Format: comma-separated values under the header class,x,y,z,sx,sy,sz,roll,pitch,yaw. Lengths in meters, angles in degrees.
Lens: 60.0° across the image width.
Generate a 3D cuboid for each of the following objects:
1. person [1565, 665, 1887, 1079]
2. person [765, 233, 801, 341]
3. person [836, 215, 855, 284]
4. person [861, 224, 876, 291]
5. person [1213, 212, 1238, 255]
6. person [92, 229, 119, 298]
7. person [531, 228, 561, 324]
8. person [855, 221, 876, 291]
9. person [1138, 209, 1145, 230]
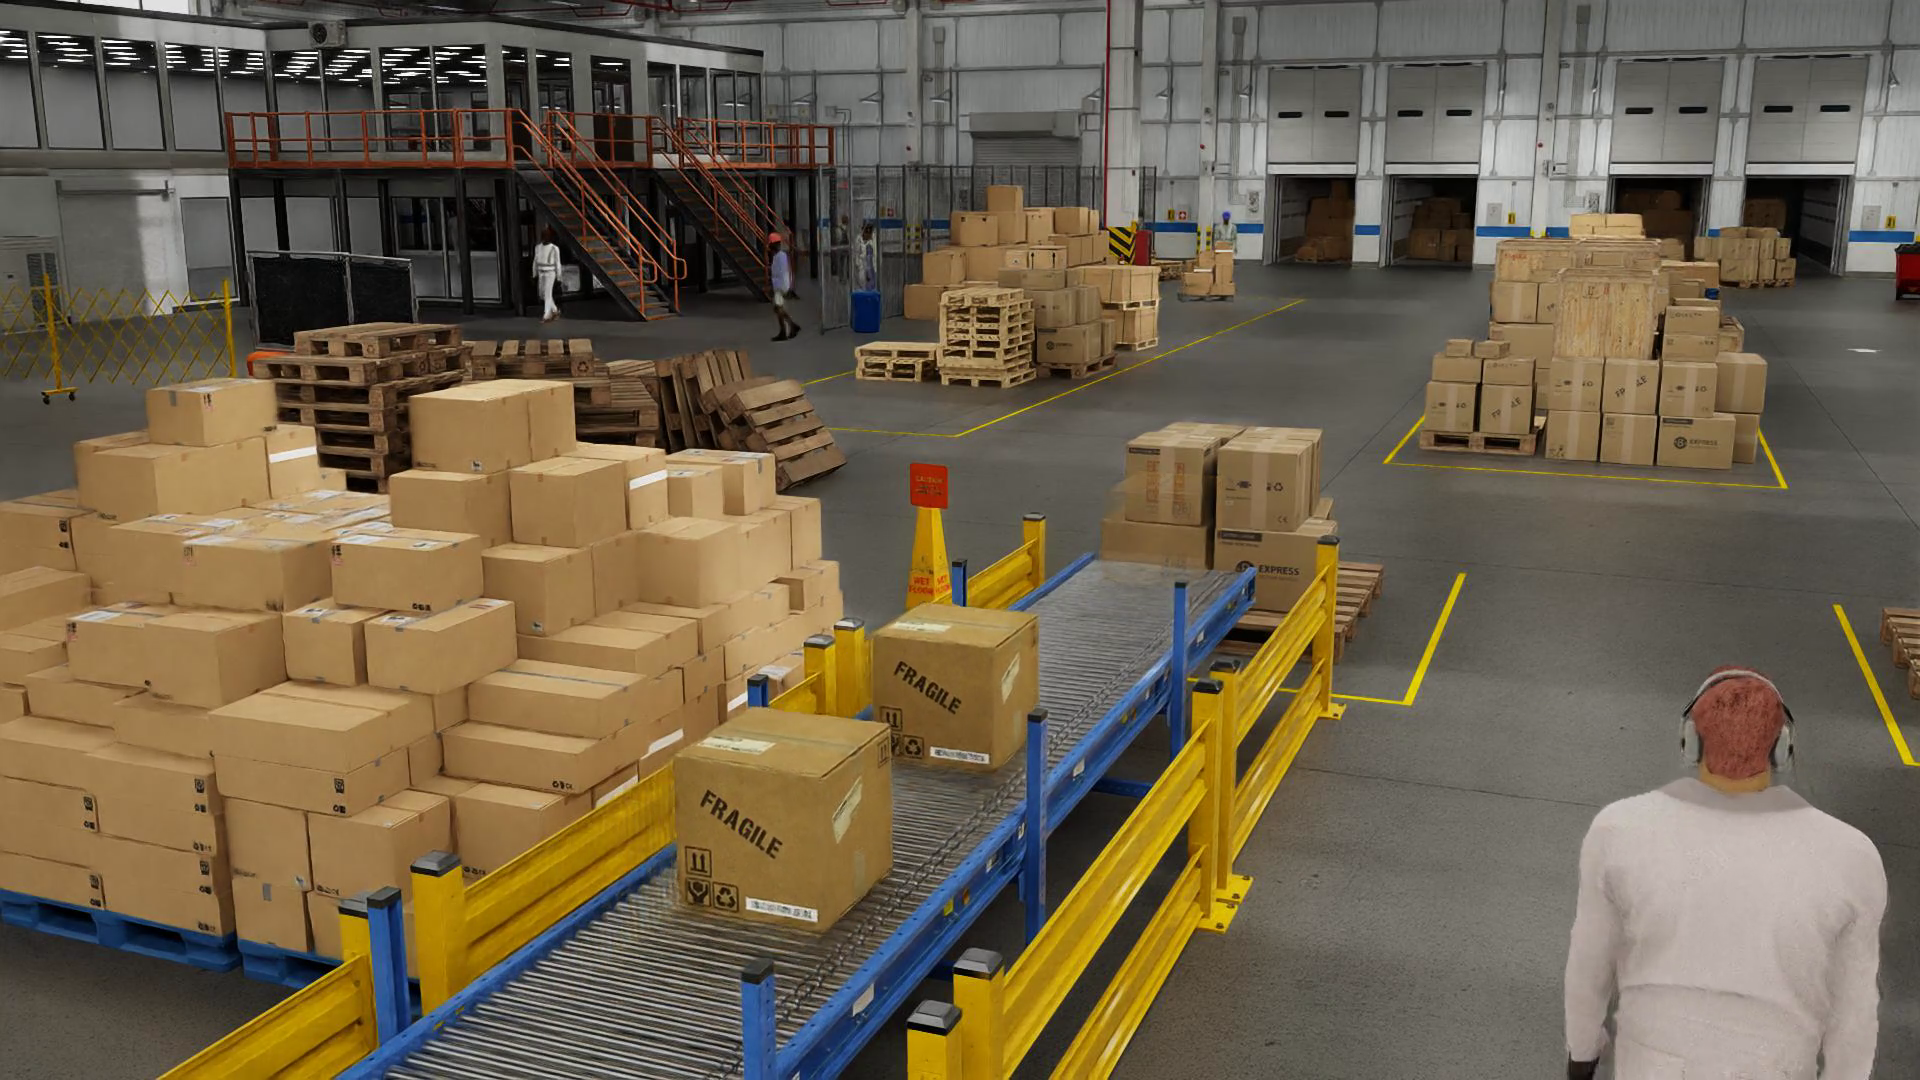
class,x,y,z,sx,sy,sz,roll,pitch,yaw
person,1.769,1.223,3.935,0.667,1.890,0.456,6,14,26
person,-3.176,-4.458,29.393,0.480,1.910,0.555,-4,13,-19
person,-3.042,-7.716,44.226,0.518,1.816,0.908,1,13,5
person,-1.819,-5.445,33.811,0.397,1.911,0.588,0,13,2
person,7.041,-7.729,44.079,0.619,1.894,1.000,0,13,2
person,-19.870,-6.533,38.713,0.649,1.889,0.616,-1,13,-2
person,-8.151,-5.216,32.867,0.595,1.867,0.712,6,14,26
person,-2.067,-6.146,37.043,0.615,1.862,0.676,2,13,7
person,5.494,-9.362,51.630,0.571,1.803,0.665,1,13,5
